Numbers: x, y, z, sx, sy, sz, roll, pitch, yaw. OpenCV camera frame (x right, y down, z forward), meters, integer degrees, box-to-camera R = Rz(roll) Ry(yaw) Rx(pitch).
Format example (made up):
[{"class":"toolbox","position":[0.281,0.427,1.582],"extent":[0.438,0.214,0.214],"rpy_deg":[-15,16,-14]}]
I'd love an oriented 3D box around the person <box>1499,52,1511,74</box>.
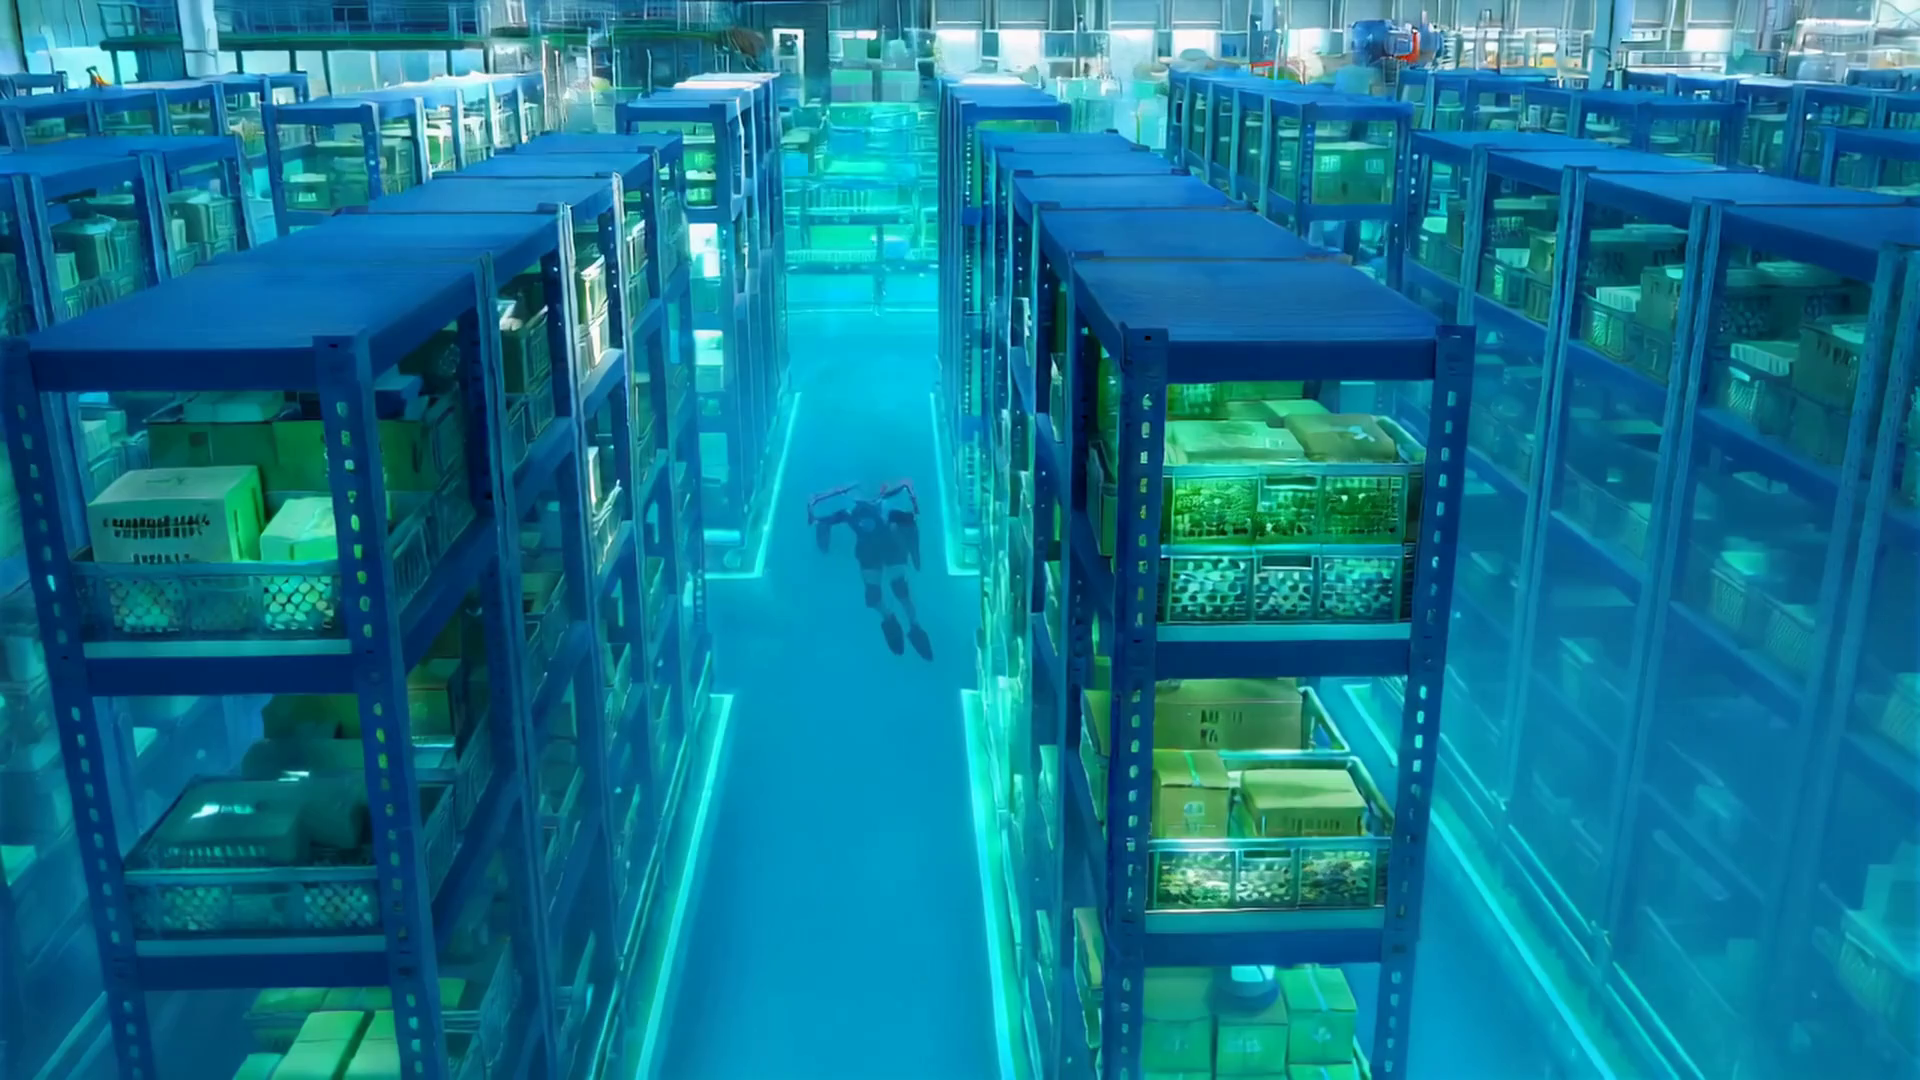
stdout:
[{"class":"person","position":[28.561,-24.668,87.306],"extent":[1.034,1.820,0.588],"rpy_deg":[-9,20,-27]}]

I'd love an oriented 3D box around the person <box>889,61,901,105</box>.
[{"class":"person","position":[-2.767,-19.376,70.767],"extent":[0.414,1.910,0.625],"rpy_deg":[-15,23,-39]}]

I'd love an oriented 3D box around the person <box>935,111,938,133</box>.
[{"class":"person","position":[-0.568,-10.824,44.406],"extent":[0.675,1.854,0.526],"rpy_deg":[-5,19,-15]}]

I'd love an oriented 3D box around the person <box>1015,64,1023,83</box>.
[{"class":"person","position":[2.396,-17.571,65.033],"extent":[0.996,2.002,0.645],"rpy_deg":[-2,18,-5]}]

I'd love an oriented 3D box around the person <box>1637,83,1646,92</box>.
[{"class":"person","position":[32.863,-22.330,80.023],"extent":[0.511,1.845,0.341],"rpy_deg":[14,22,36]}]

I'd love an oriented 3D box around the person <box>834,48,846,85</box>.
[{"class":"person","position":[-6.438,-25.633,90.104],"extent":[0.656,1.922,0.708],"rpy_deg":[7,19,21]}]

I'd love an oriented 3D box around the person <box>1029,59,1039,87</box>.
[{"class":"person","position":[3.279,-20.551,74.426],"extent":[0.923,1.911,0.638],"rpy_deg":[-11,21,-30]}]

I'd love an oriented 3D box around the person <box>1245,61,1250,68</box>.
[{"class":"person","position":[12.626,-20.354,73.967],"extent":[0.917,1.834,0.530],"rpy_deg":[3,18,8]}]

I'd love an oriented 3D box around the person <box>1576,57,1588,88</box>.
[{"class":"person","position":[30.973,-23.164,82.780],"extent":[0.483,1.736,0.311],"rpy_deg":[8,20,23]}]

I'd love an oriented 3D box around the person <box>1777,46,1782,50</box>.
[{"class":"person","position":[46.687,-27.205,94.959],"extent":[0.376,1.935,0.550],"rpy_deg":[-10,20,-28]}]

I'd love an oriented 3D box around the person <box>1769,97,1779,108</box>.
[{"class":"person","position":[28.898,-15.479,58.709],"extent":[0.910,1.922,0.582],"rpy_deg":[5,19,15]}]

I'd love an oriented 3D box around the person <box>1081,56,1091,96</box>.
[{"class":"person","position":[6.085,-22.241,79.759],"extent":[0.430,1.840,0.619],"rpy_deg":[16,24,40]}]

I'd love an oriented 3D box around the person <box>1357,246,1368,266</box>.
[{"class":"person","position":[4.226,-2.313,18.114],"extent":[0.585,1.824,0.695],"rpy_deg":[2,18,8]}]

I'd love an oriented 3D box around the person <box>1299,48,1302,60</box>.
[{"class":"person","position":[18.510,-25.951,91.067],"extent":[0.511,1.945,0.688],"rpy_deg":[10,20,28]}]

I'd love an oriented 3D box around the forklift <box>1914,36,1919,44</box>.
[{"class":"forklift","position":[50.112,-25.109,86.965],"extent":[1.129,2.768,1.873],"rpy_deg":[-7,19,-21]}]

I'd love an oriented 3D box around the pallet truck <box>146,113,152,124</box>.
[{"class":"pallet truck","position":[-18.087,-8.309,36.390],"extent":[1.885,1.965,0.823],"rpy_deg":[-1,18,-4]}]

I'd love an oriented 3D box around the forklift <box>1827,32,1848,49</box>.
[{"class":"forklift","position":[46.026,-25.320,87.616],"extent":[1.129,2.768,1.873],"rpy_deg":[-1,18,-2]}]

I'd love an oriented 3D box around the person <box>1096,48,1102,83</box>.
[{"class":"person","position":[7.701,-26.284,92.124],"extent":[0.368,1.926,0.594],"rpy_deg":[2,18,6]}]

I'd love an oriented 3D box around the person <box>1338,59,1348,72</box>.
[{"class":"person","position":[17.810,-21.374,77.158],"extent":[0.977,1.799,0.639],"rpy_deg":[-7,19,-21]}]

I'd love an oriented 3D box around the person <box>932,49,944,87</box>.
[{"class":"person","position":[-1.148,-25.058,88.279],"extent":[0.665,1.961,0.603],"rpy_deg":[11,21,30]}]

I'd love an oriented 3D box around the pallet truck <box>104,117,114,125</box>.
[{"class":"pallet truck","position":[-18.367,-7.885,35.078],"extent":[1.885,1.965,0.823],"rpy_deg":[1,18,2]}]

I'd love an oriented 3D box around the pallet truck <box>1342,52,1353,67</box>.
[{"class":"pallet truck","position":[18.794,-23.123,82.231],"extent":[0.823,1.965,1.885],"rpy_deg":[-13,22,-35]}]

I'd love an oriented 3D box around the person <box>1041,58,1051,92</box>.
[{"class":"person","position":[4.306,-23.216,83.051],"extent":[0.530,1.673,0.540],"rpy_deg":[-9,20,-27]}]

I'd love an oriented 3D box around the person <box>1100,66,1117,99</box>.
[{"class":"person","position":[5.582,-16.618,62.032],"extent":[0.676,2.000,0.536],"rpy_deg":[-7,19,-20]}]

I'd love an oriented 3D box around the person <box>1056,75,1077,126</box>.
[{"class":"person","position":[3.764,-15.688,59.465],"extent":[0.778,1.855,0.603],"rpy_deg":[9,20,26]}]

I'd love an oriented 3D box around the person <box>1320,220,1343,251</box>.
[{"class":"person","position":[4.244,-2.828,19.469],"extent":[0.631,1.980,0.444],"rpy_deg":[1,18,4]}]
